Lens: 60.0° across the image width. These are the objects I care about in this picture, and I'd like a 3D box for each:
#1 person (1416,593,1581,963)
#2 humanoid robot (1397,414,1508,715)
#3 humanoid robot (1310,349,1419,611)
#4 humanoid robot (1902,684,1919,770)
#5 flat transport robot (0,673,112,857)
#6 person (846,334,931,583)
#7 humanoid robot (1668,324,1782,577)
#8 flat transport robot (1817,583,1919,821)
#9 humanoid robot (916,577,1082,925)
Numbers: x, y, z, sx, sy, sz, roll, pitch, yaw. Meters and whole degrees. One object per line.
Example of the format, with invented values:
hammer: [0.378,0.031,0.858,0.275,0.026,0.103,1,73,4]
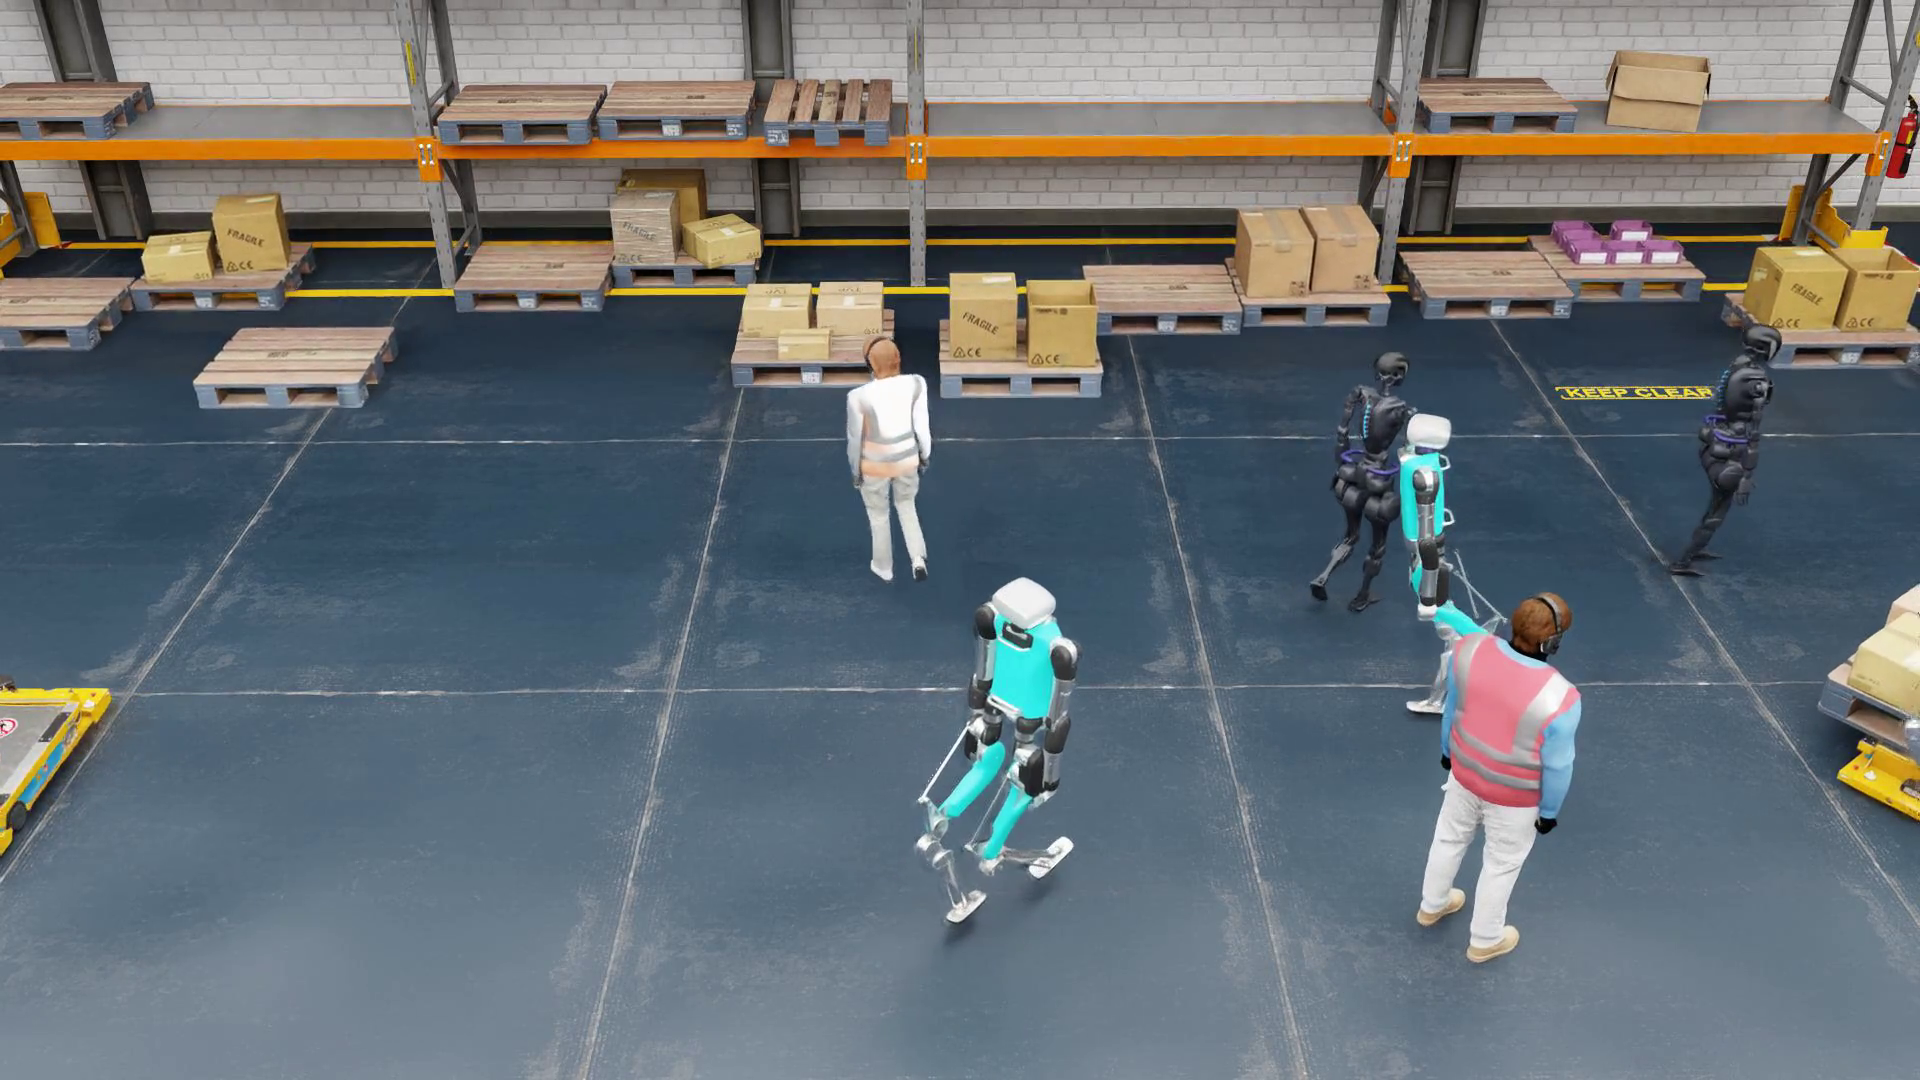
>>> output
person: [2.345,1.020,7.202,0.431,1.835,0.628,-22,37,-31]
humanoid robot: [2.575,0.239,8.686,0.756,1.884,0.553,4,31,6]
humanoid robot: [2.333,-0.306,9.553,0.424,1.641,0.616,-23,38,-33]
humanoid robot: [4.915,0.588,8.034,0.731,1.801,0.539,15,34,23]
flat transport robot: [-4.960,1.176,8.452,0.659,0.231,1.431,0,31,0]
person: [-0.407,-0.432,9.799,0.520,1.623,0.440,-13,33,-20]
humanoid robot: [4.612,-0.517,9.901,0.486,1.648,0.610,2,31,3]
flat transport robot: [5.245,1.065,8.639,1.431,0.231,0.659,-22,38,-32]
humanoid robot: [0.154,1.010,7.296,0.558,1.735,1.009,24,39,34]
